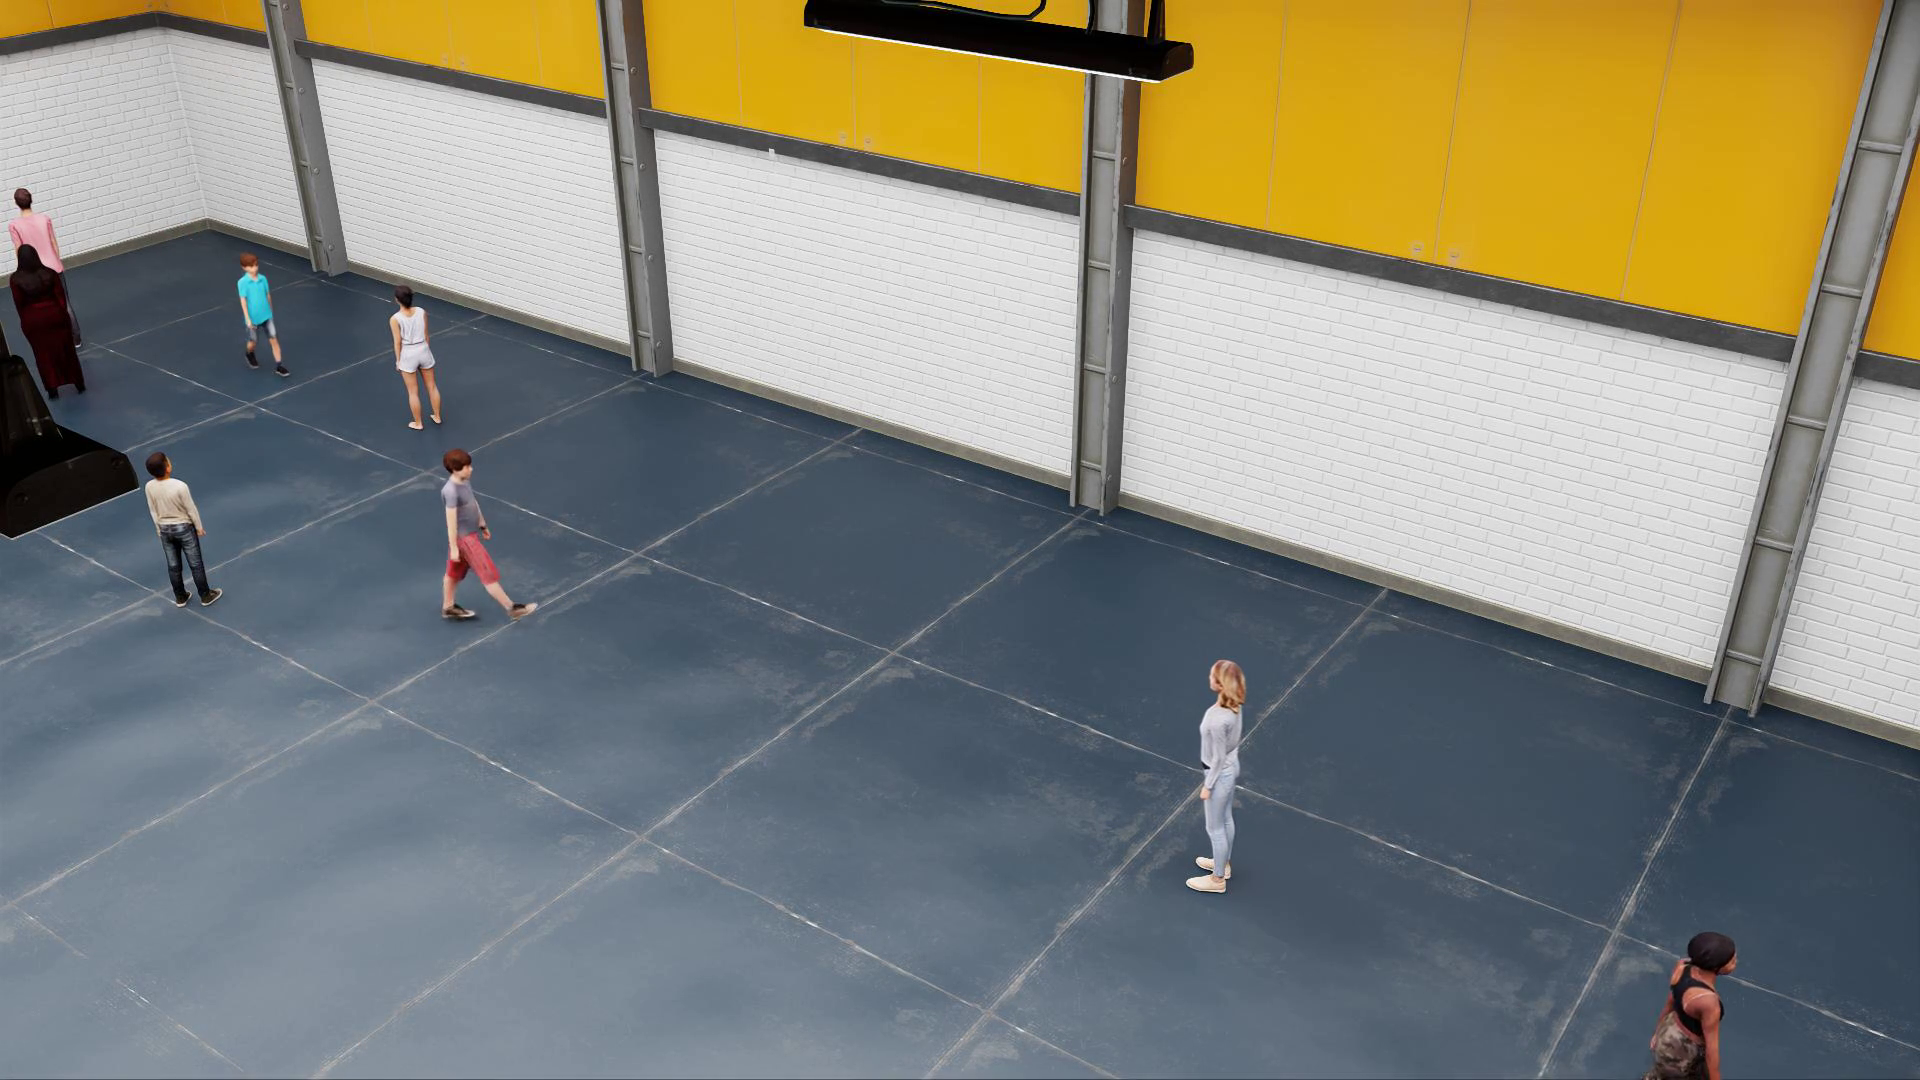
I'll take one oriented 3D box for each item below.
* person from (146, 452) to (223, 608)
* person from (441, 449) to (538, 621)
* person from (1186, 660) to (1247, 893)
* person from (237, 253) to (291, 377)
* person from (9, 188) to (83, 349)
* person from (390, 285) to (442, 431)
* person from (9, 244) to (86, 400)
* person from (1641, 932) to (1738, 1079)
[{"bbox_3d":[-6.795,-0.088,14.428,0.608,1.465,0.689,-1,29,-2],"label":"person"},{"bbox_3d":[-4.283,-0.006,14.125,1.168,1.611,1.011,-1,29,-1],"label":"person"},{"bbox_3d":[1.726,1.567,11.049,0.562,1.795,0.626,12,31,20],"label":"person"},{"bbox_3d":[-8.074,-2.588,19.050,0.634,1.427,0.965,-25,37,-38],"label":"person"},{"bbox_3d":[-10.786,-3.176,19.574,0.660,1.959,0.611,-24,37,-37],"label":"person"},{"bbox_3d":[-5.801,-1.954,17.705,0.606,1.604,0.608,-24,37,-37],"label":"person"},{"bbox_3d":[-10.114,-2.420,18.399,0.746,1.756,0.733,-19,34,-31],"label":"person"},{"bbox_3d":[3.774,2.788,8.960,1.198,1.652,0.967,2,29,4],"label":"person"}]
